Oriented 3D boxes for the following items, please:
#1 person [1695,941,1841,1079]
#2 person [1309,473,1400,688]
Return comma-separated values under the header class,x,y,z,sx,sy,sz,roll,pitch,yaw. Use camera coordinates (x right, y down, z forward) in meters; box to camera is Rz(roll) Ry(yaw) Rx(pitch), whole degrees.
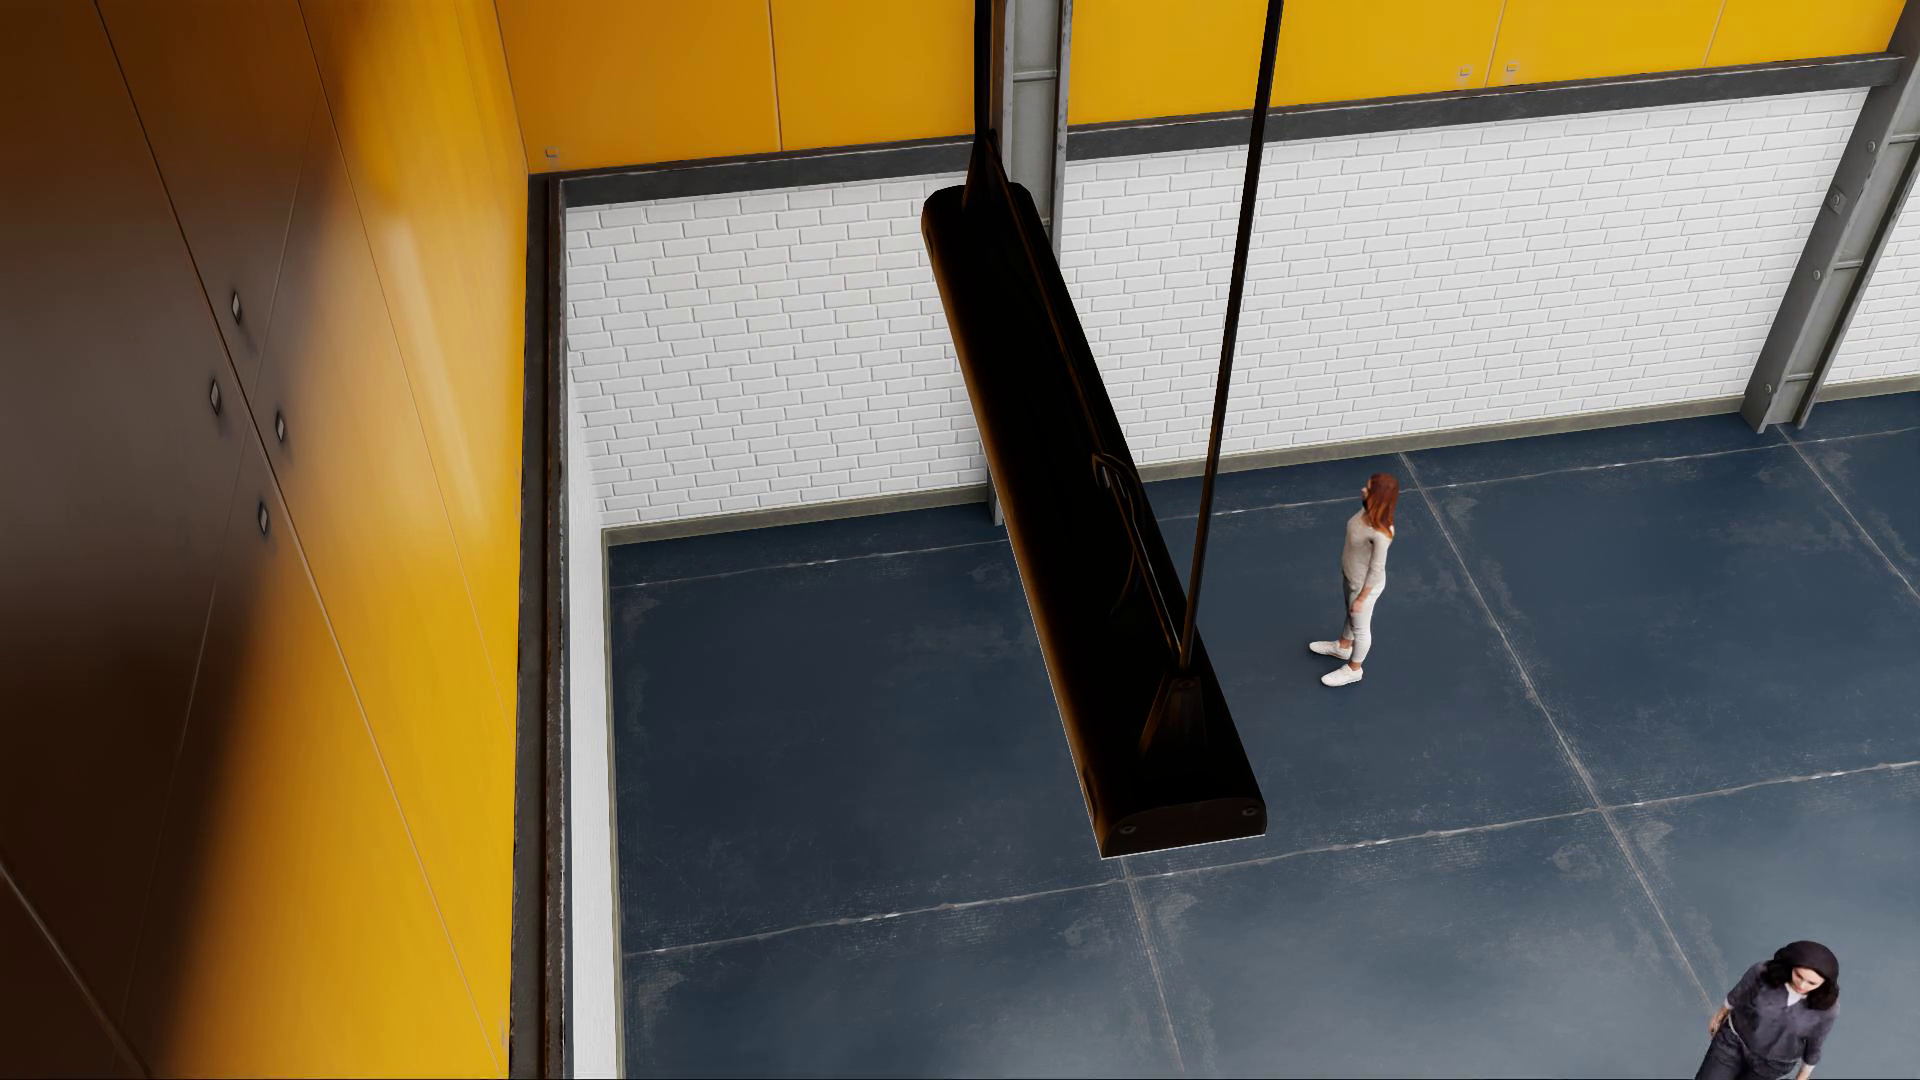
class,x,y,z,sx,sy,sz,roll,pitch,yaw
person,3.947,2.425,8.169,0.871,1.744,0.934,27,50,25
person,2.552,0.231,10.494,0.603,1.713,0.628,0,44,0
